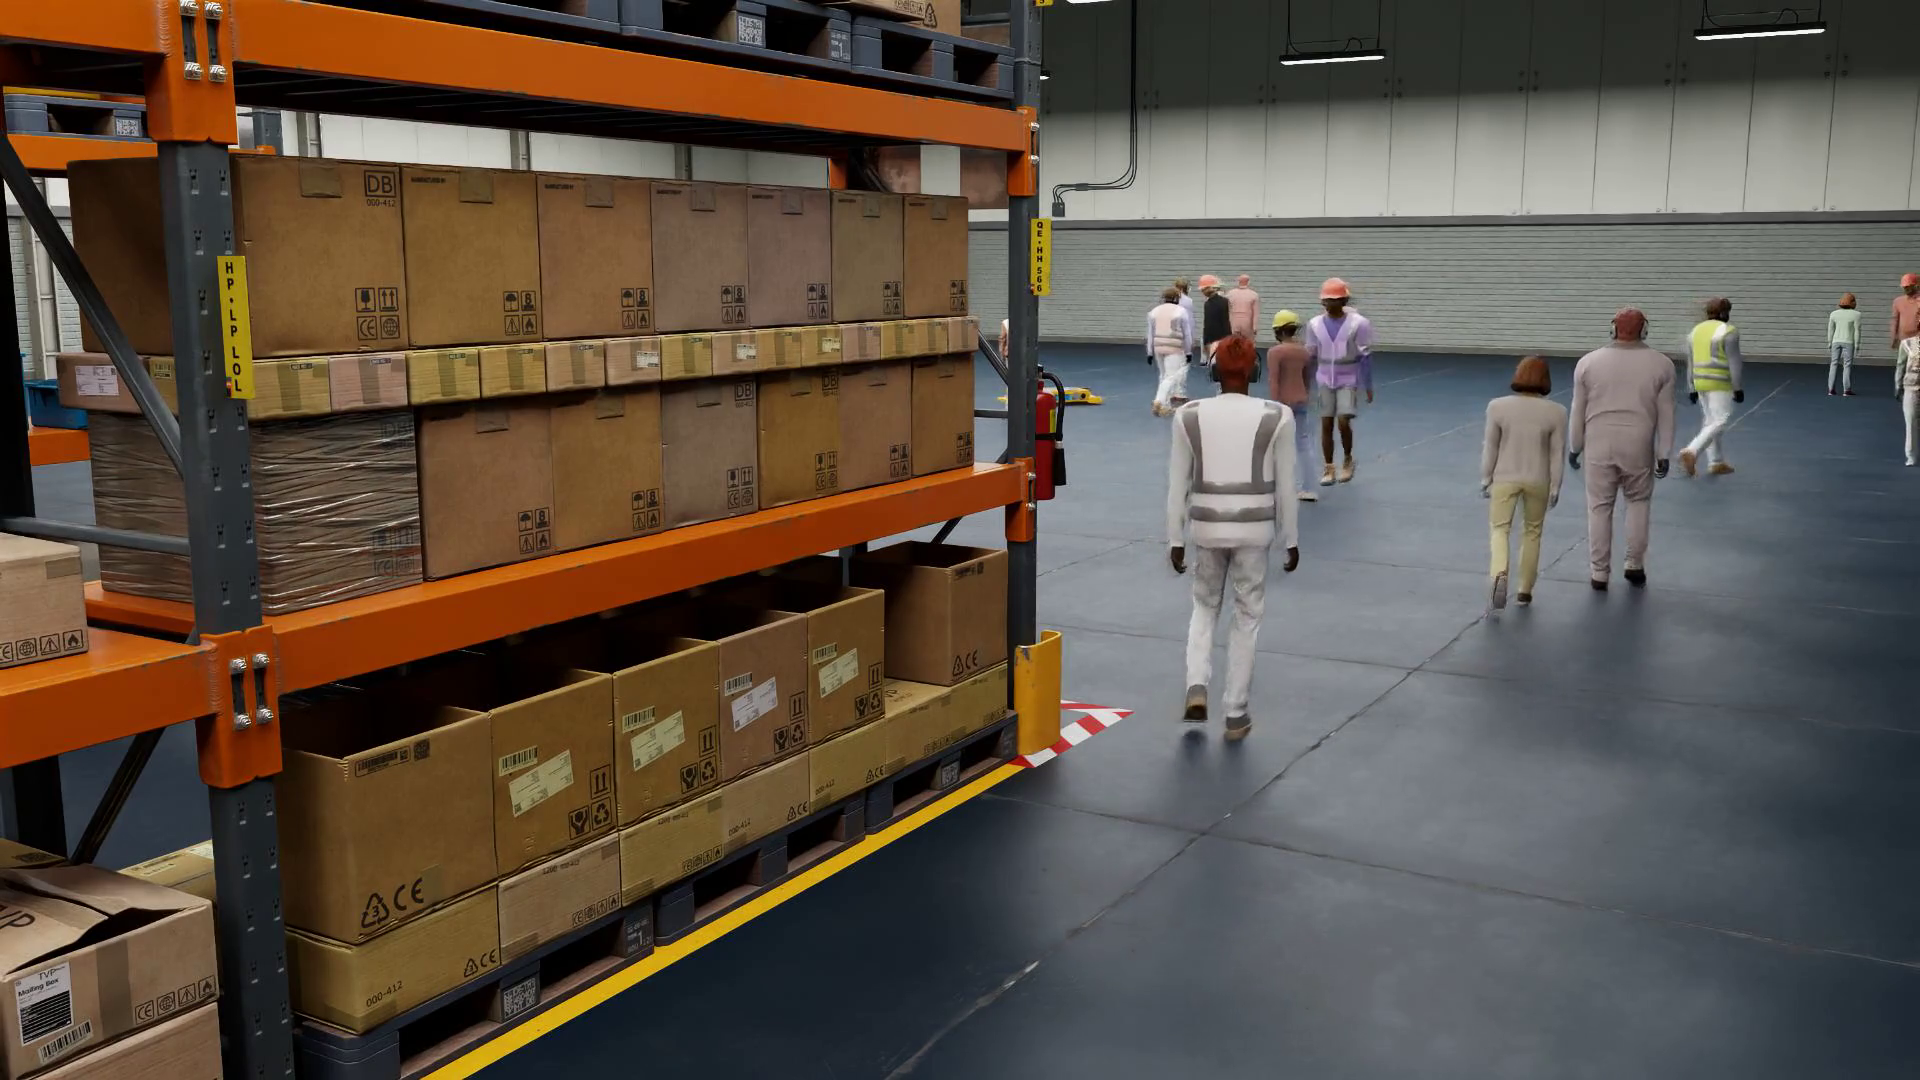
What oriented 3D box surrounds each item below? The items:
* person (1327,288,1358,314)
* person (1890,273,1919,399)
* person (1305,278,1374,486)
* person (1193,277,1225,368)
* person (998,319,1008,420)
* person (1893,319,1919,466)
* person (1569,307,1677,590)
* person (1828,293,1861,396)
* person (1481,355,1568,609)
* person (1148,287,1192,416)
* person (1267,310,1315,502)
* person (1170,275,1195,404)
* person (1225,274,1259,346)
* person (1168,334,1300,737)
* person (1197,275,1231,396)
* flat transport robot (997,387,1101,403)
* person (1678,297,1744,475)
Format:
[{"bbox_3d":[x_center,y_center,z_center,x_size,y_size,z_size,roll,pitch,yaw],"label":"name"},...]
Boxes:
[{"bbox_3d":[6.171,-3.214,26.864,0.524,1.733,0.861,-2,10,-12],"label":"person"},{"bbox_3d":[14.765,-3.148,25.823,0.663,1.952,0.613,-5,11,-28],"label":"person"},{"bbox_3d":[3.634,-1.509,16.047,0.689,2.017,0.512,5,11,29],"label":"person"},{"bbox_3d":[4.931,-4.265,32.783,0.724,1.805,0.608,-2,10,-13],"label":"person"},{"bbox_3d":[0.786,-2.438,22.613,0.536,1.635,0.316,3,10,18],"label":"person"},{"bbox_3d":[10.236,-1.596,17.687,0.537,1.627,0.409,7,12,34],"label":"person"},{"bbox_3d":[4.459,-0.622,11.240,0.666,1.882,0.704,4,10,22],"label":"person"},{"bbox_3d":[14.162,-3.130,26.652,0.285,1.633,0.501,-7,12,-36],"label":"person"},{"bbox_3d":[3.530,-0.355,10.444,0.506,1.614,0.653,3,10,19],"label":"person"},{"bbox_3d":[2.880,-2.625,23.252,0.629,1.801,0.809,9,13,42],"label":"person"},{"bbox_3d":[2.952,-1.233,15.276,0.572,1.721,0.872,-6,11,-32],"label":"person"},{"bbox_3d":[3.334,-3.019,25.118,0.359,1.938,0.633,-4,11,-24],"label":"person"},{"bbox_3d":[5.175,-3.926,30.584,0.664,1.891,0.469,4,10,21],"label":"person"},{"bbox_3d":[1.275,-0.015,7.731,0.592,1.873,0.406,4,10,21],"label":"person"},{"bbox_3d":[3.753,-2.935,24.581,0.503,1.952,0.653,-2,10,-12],"label":"person"},{"bbox_3d":[1.343,-2.173,25.033,1.431,0.197,0.652,-4,10,-20],"label":"flat transport robot"},{"bbox_3d":[7.631,-1.553,16.873,0.772,1.821,0.642,-2,10,-12],"label":"person"}]
